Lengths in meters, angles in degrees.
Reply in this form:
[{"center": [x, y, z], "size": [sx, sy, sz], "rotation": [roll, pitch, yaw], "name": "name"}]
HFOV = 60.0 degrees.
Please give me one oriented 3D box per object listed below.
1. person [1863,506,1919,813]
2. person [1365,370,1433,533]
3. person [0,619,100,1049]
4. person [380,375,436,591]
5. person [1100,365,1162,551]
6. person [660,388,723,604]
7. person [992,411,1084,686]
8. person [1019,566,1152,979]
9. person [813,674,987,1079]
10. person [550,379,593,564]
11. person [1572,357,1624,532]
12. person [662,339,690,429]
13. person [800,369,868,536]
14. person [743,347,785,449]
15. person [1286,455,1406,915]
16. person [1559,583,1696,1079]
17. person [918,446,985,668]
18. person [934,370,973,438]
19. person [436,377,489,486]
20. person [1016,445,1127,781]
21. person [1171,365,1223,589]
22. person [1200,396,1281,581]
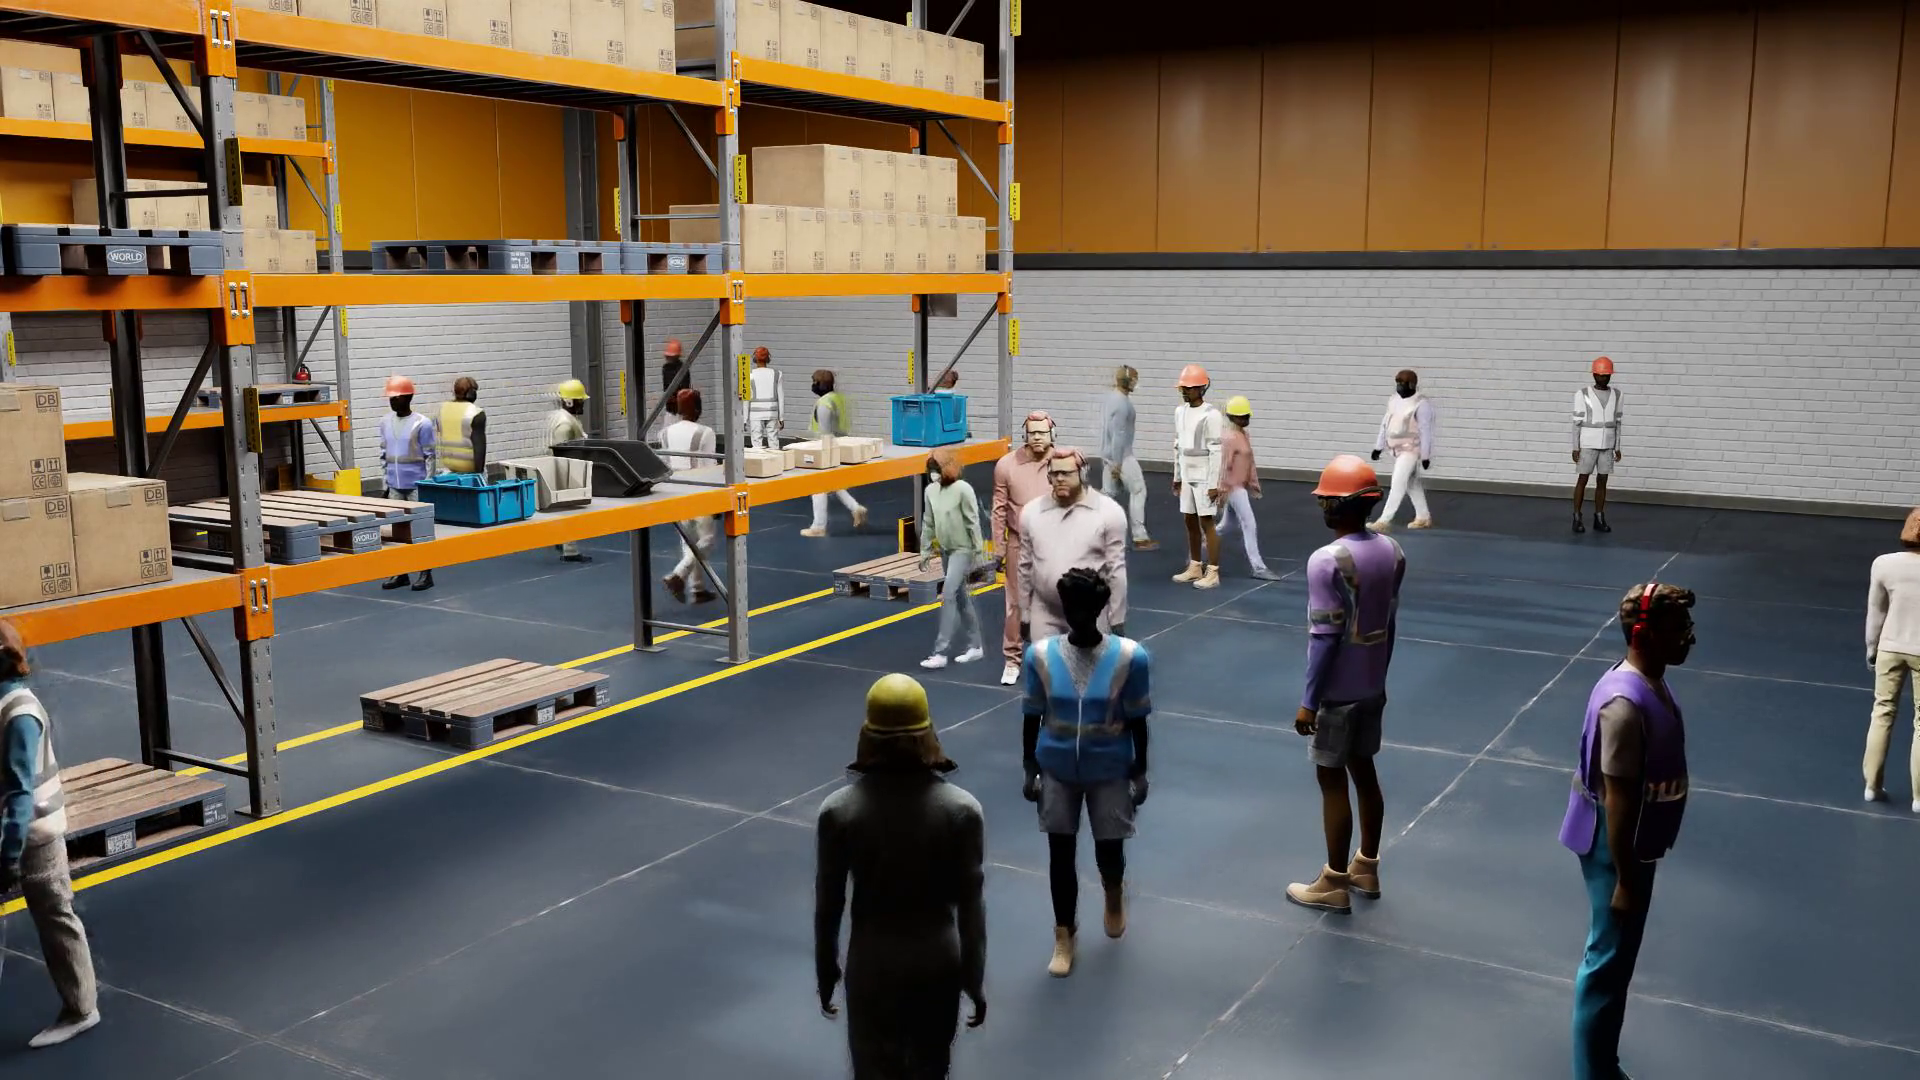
[{"center": [5.065, 0.620, 8.845], "size": [0.285, 1.627, 0.493], "rotation": [-7, 12, -38], "name": "person"}, {"center": [4.886, -0.975, 18.314], "size": [0.978, 1.792, 0.640], "rotation": [-3, 10, -19], "name": "person"}, {"center": [-3.477, 1.089, 5.930], "size": [0.551, 1.607, 0.724], "rotation": [8, 12, 41], "name": "person"}, {"center": [-4.960, -0.507, 14.904], "size": [0.547, 1.938, 0.378], "rotation": [3, 10, 18], "name": "person"}, {"center": [1.747, -0.829, 17.030], "size": [0.827, 1.907, 0.637], "rotation": [-2, 9, -9], "name": "person"}, {"center": [-2.308, -0.353, 14.146], "size": [0.599, 1.870, 0.639], "rotation": [6, 11, 32], "name": "person"}, {"center": [0.540, 0.061, 11.459], "size": [0.644, 1.907, 0.399], "rotation": [0, 9, 1], "name": "person"}, {"center": [0.511, 0.921, 6.778], "size": [0.543, 1.683, 0.435], "rotation": [2, 9, 15], "name": "person"}, {"center": [-0.173, 1.247, 4.777], "size": [0.496, 1.691, 0.903], "rotation": [-1, 9, -5], "name": "person"}, {"center": [-3.792, -0.656, 16.209], "size": [0.431, 1.816, 0.610], "rotation": [-2, 9, -10], "name": "person"}, {"center": [7.007, -1.045, 18.266], "size": [0.552, 1.935, 0.373], "rotation": [0, 9, -2], "name": "person"}, {"center": [-3.886, -1.794, 22.891], "size": [0.576, 1.947, 0.638], "rotation": [-9, 13, -44], "name": "person"}, {"center": [-1.379, -0.934, 17.930], "size": [0.634, 1.820, 0.638], "rotation": [2, 9, 12], "name": "person"}, {"center": [-2.589, -1.601, 21.905], "size": [0.573, 1.883, 0.355], "rotation": [-3, 10, -18], "name": "person"}, {"center": [1.701, 0.638, 7.429], "size": [0.616, 2.041, 0.377], "rotation": [-8, 12, -43], "name": "person"}, {"center": [2.211, 1.055, 5.506], "size": [0.416, 1.849, 0.582], "rotation": [5, 10, 29], "name": "person"}, {"center": [-0.103, 0.125, 11.989], "size": [0.734, 1.591, 0.519], "rotation": [-7, 12, -38], "name": "person"}, {"center": [-0.113, -1.353, 21.167], "size": [0.518, 1.620, 0.502], "rotation": [6, 11, 35], "name": "person"}, {"center": [-5.010, -0.761, 16.942], "size": [0.644, 1.789, 0.971], "rotation": [4, 10, 25], "name": "person"}, {"center": [0.636, 0.390, 9.467], "size": [0.654, 1.882, 0.687], "rotation": [3, 10, 18], "name": "person"}, {"center": [2.121, -0.569, 15.036], "size": [0.445, 2.030, 0.623], "rotation": [-4, 10, -26], "name": "person"}, {"center": [2.561, -0.491, 15.478], "size": [0.876, 1.715, 0.530], "rotation": [4, 10, 23], "name": "person"}]
